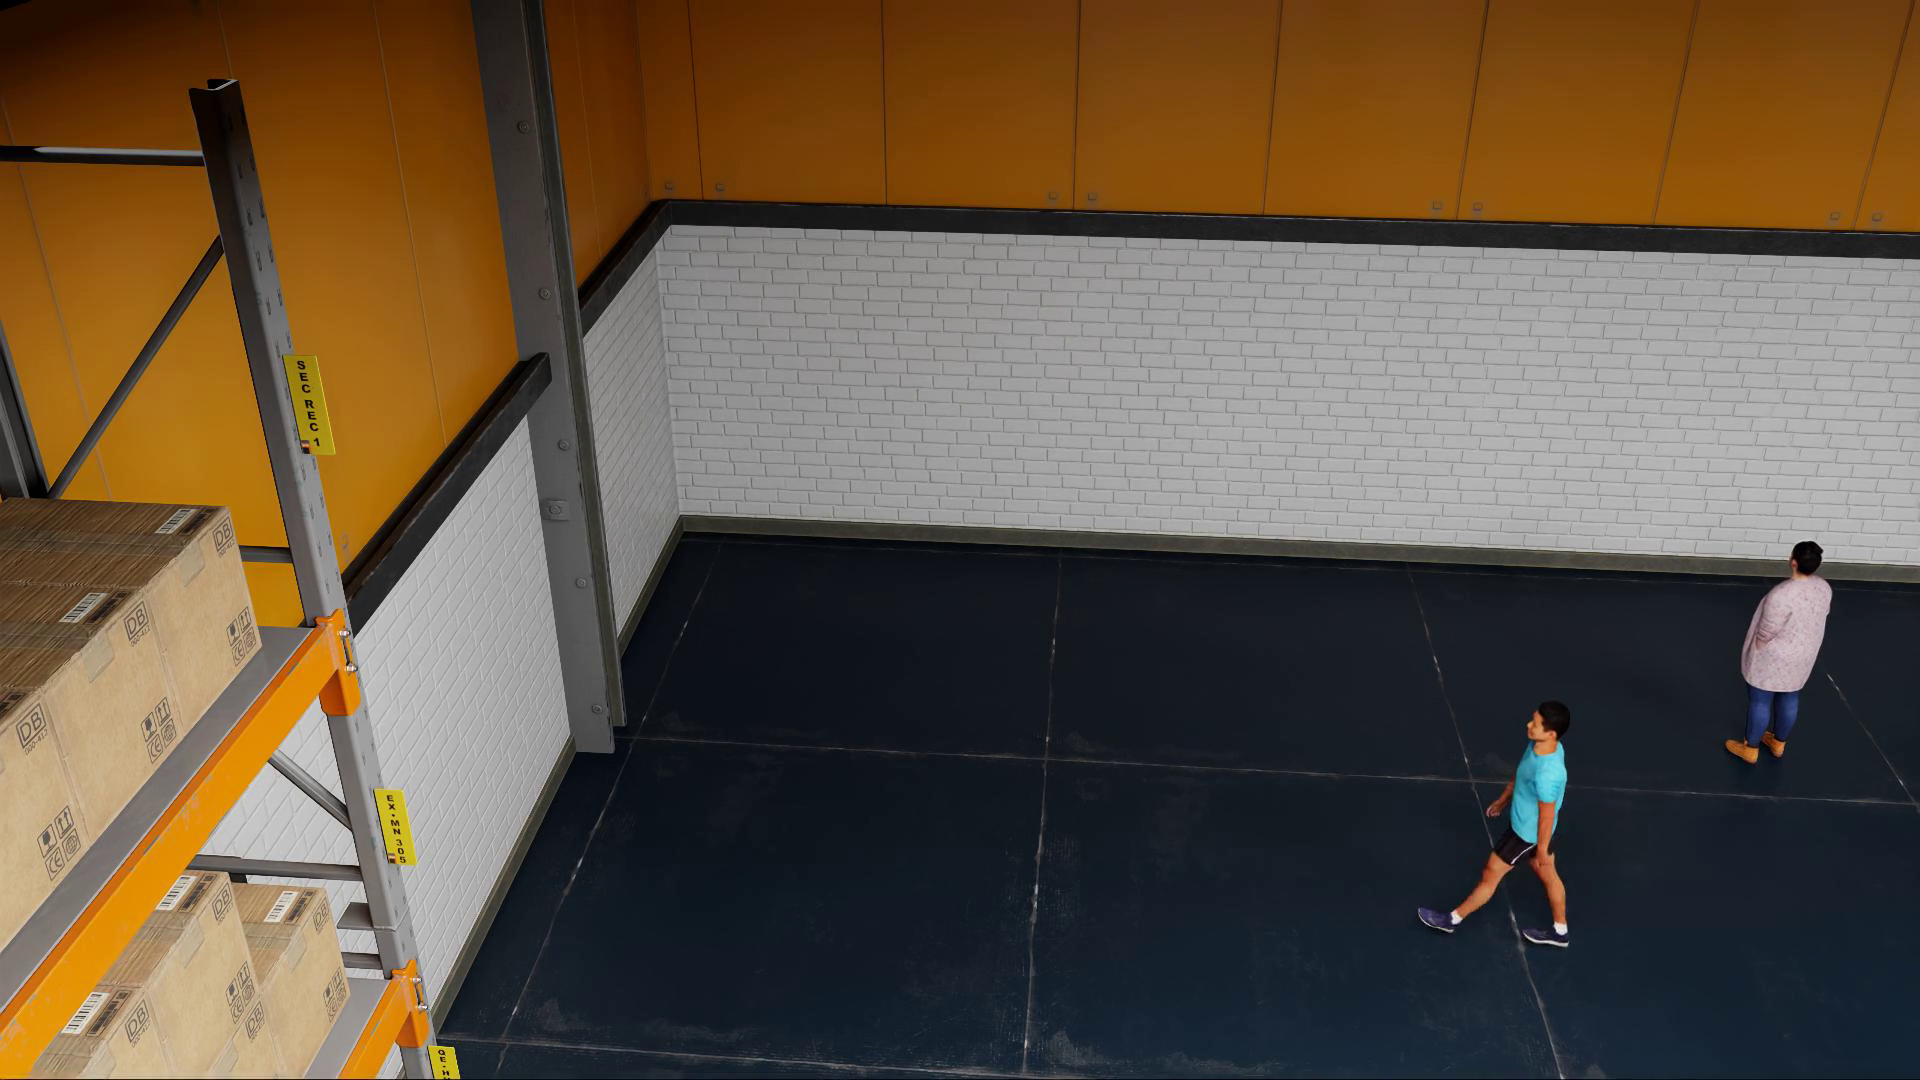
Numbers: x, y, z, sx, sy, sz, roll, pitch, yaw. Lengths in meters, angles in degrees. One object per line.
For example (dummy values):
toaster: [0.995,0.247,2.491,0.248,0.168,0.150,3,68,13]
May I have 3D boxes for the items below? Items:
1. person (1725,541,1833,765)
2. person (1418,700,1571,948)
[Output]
person: [5.733,0.769,11.571,0.775,1.742,0.749,-7,29,-13]
person: [3.474,1.726,9.832,0.858,1.727,1.129,9,30,15]
